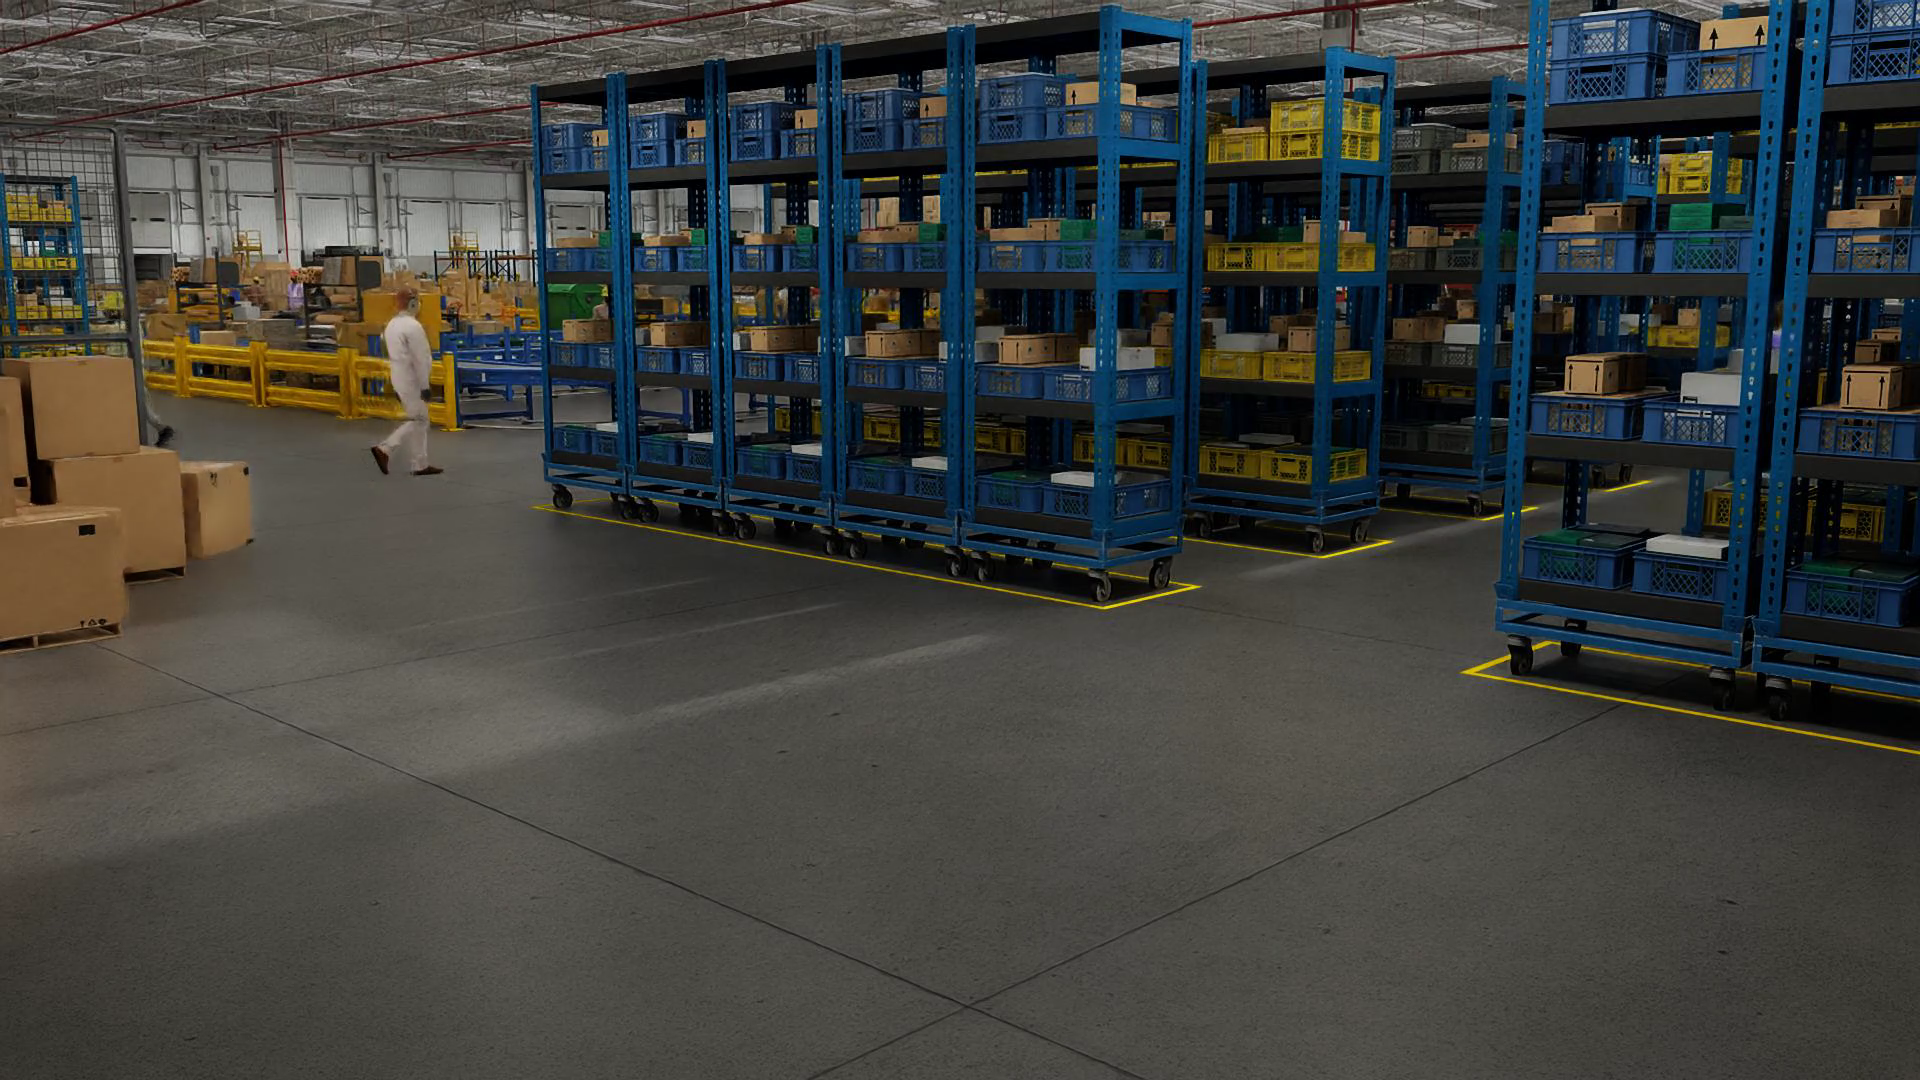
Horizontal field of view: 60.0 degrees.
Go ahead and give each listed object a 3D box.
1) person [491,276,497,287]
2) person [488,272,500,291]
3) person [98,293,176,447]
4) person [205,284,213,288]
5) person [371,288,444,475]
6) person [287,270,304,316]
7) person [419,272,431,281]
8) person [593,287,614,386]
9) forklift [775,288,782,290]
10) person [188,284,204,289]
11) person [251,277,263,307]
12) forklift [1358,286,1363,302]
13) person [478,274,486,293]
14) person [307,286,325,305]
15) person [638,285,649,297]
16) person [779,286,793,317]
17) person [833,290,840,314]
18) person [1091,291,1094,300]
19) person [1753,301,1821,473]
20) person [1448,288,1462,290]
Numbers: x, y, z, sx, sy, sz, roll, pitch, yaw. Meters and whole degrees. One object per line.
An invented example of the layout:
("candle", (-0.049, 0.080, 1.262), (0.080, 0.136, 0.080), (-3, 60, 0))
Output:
("person", (-21.985, -11.614, 78.631), (0.311, 1.744, 0.486), (-7, 12, -38))
("person", (-23.151, -12.361, 82.675), (0.596, 1.918, 0.379), (0, 9, 1))
("person", (-9.549, -1.931, 19.110), (0.852, 1.804, 0.605), (-2, 10, -15))
("person", (-37.194, -12.201, 82.366), (0.542, 1.697, 0.316), (6, 11, 33))
("person", (-5.502, -1.548, 16.475), (0.689, 1.883, 0.652), (-7, 11, -36))
("person", (-18.802, -6.615, 47.079), (0.620, 2.042, 0.393), (4, 10, 21))
("person", (-25.609, -11.882, 79.714), (0.641, 1.927, 0.646), (3, 10, 17))
("person", (-6.231, -3.595, 29.440), (0.530, 1.759, 0.342), (-1, 9, -9))
("forklift", (-8.068, -12.005, 77.550), (1.873, 2.768, 1.129), (9, 13, 43))
("person", (-26.111, -8.187, 56.843), (0.622, 1.993, 0.382), (2, 10, 14))
("person", (-27.431, -9.392, 64.938), (0.533, 1.768, 0.310), (3, 10, 20))
("forklift", (11.100, -7.017, 46.970), (1.873, 2.768, 1.129), (9, 13, 43))
("person", (-21.461, -10.986, 74.450), (0.531, 1.854, 0.661), (2, 10, 13))
("person", (-23.571, -8.839, 60.704), (0.535, 2.000, 0.703), (6, 11, 35))
("person", (-12.357, -9.421, 64.702), (0.553, 1.911, 0.842), (9, 13, 42))
("person", (-5.057, -6.770, 48.721), (0.596, 1.807, 0.813), (-8, 12, -42))
("person", (-3.473, -6.219, 45.705), (0.554, 1.683, 0.366), (-8, 12, -42))
("person", (5.114, -9.189, 63.963), (0.347, 1.690, 0.593), (-1, 9, -6))
("person", (7.116, -1.150, 14.292), (0.901, 1.809, 0.571), (-7, 12, -39))
("person", (20.381, -10.021, 68.632), (0.438, 1.831, 0.627), (-9, 13, -43))
